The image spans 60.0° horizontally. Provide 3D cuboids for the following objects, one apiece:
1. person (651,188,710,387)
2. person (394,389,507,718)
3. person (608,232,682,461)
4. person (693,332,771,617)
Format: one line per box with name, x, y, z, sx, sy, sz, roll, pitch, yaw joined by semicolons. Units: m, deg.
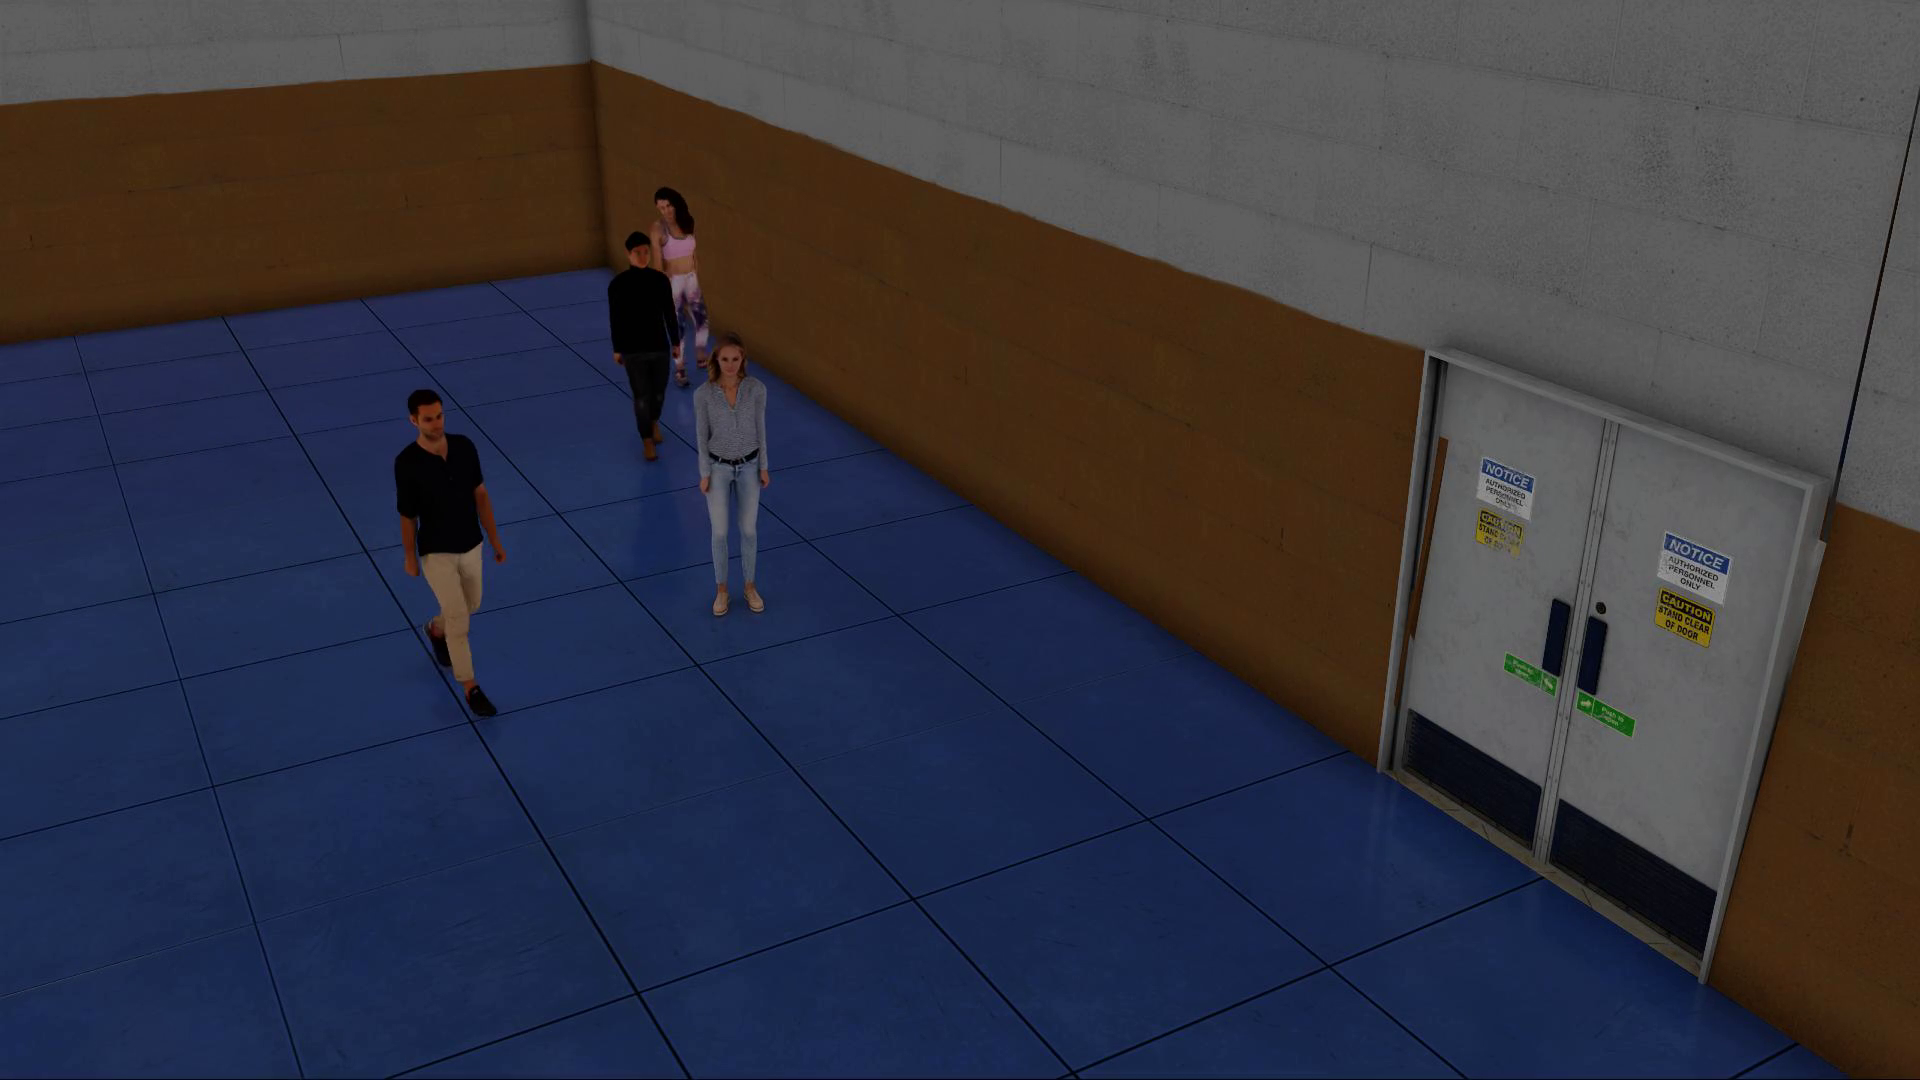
person;-2.400;-2.153;14.239;0.918;1.733;0.673;14;27;28
person;-2.837;0.028;9.110;0.931;1.824;1.125;20;30;37
person;-2.437;-1.535;12.860;0.912;1.706;0.803;-9;25;-20
person;-1.391;-0.412;10.184;0.550;1.794;0.707;-5;24;-11
